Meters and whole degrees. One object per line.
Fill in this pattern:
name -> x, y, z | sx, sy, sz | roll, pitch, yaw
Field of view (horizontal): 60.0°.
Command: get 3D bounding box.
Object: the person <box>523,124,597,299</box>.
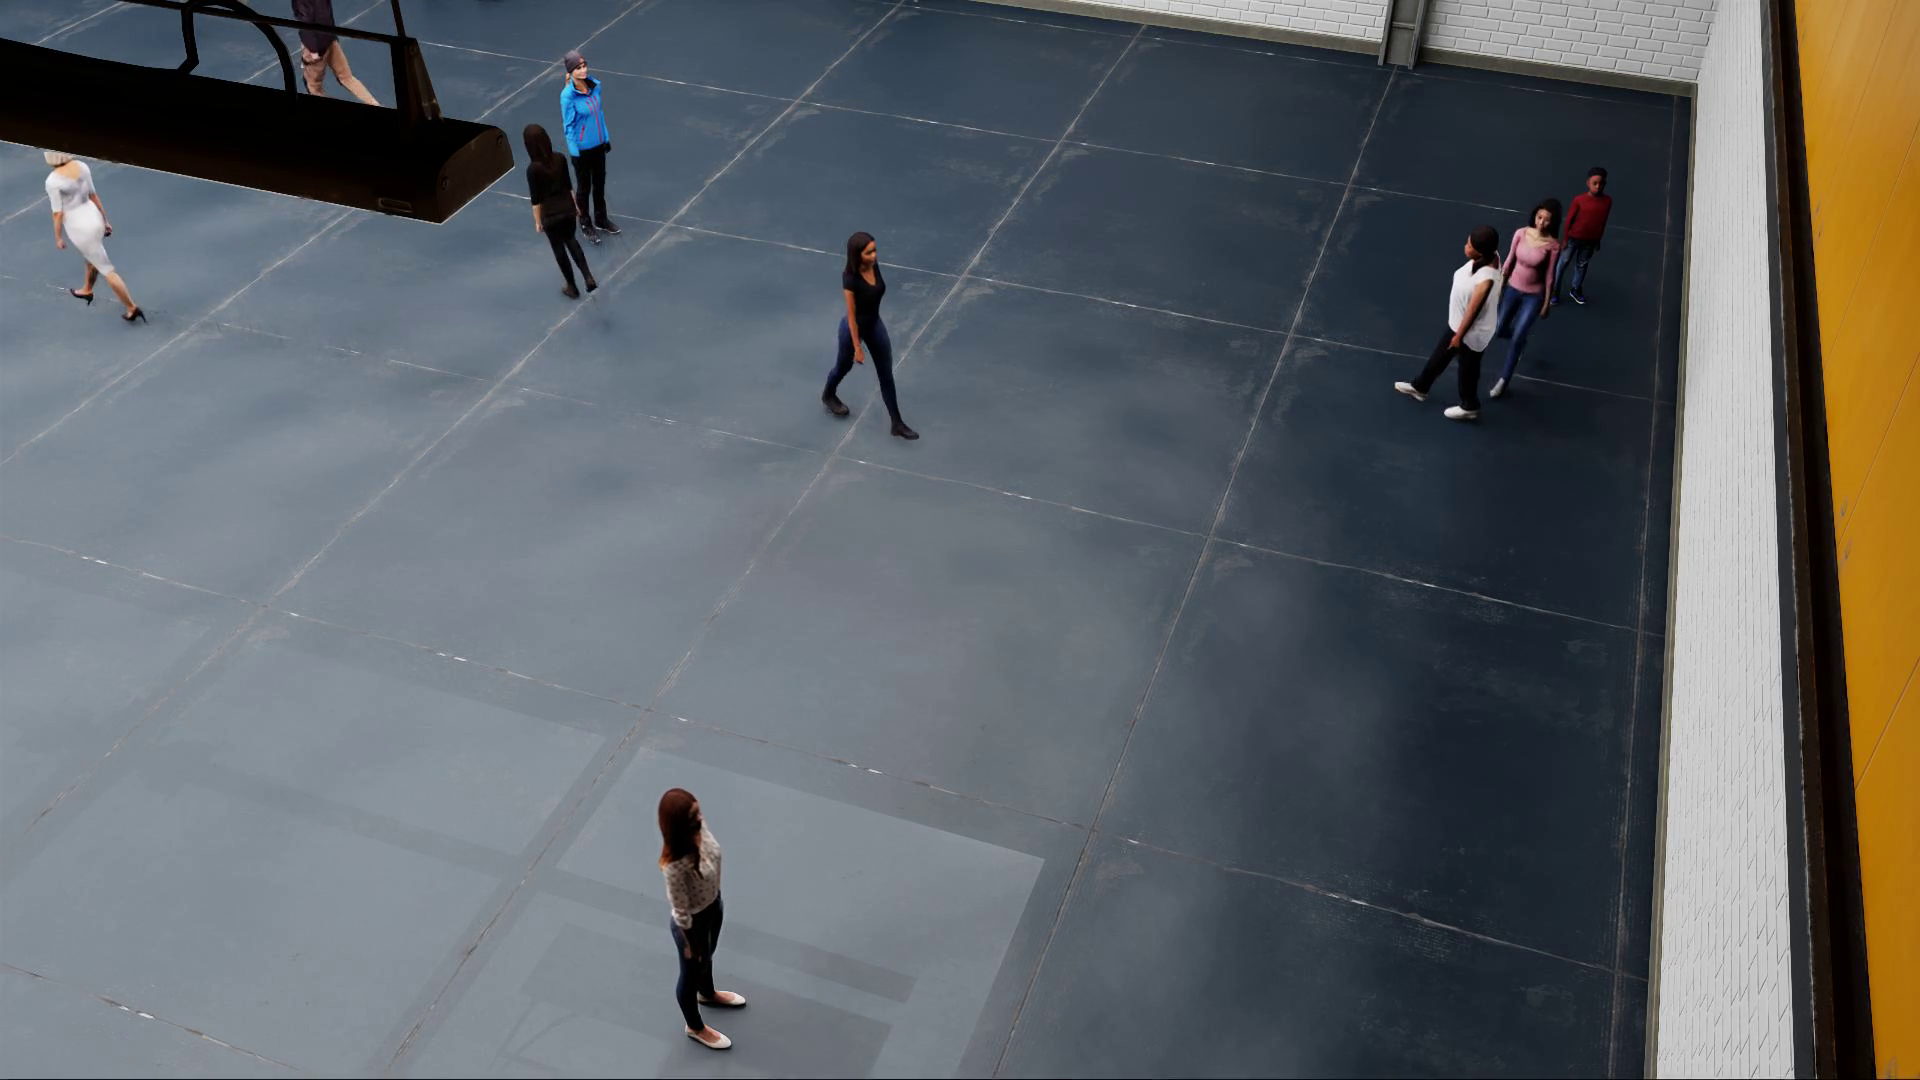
person -> -3.419, -2.774, 14.303 | 0.753, 1.628, 0.827 | -26, 45, -29

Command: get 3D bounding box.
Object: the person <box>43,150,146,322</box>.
person -> -7.279, -2.581, 13.998 | 1.025, 1.708, 0.595 | 11, 40, 14

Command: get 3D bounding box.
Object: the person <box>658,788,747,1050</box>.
person -> -1.339, 1.880, 8.395 | 0.531, 1.728, 0.591 | 9, 39, 11

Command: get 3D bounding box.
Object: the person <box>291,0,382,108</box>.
person -> -6.432, -5.054, 16.944 | 1.193, 1.896, 0.743 | 10, 40, 12

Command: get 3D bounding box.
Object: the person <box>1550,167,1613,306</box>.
person -> 5.406, -2.653, 14.449 | 0.515, 1.256, 0.624 | 1, 39, 1

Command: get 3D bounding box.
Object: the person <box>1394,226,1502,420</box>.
person -> 3.993, -1.660, 12.876 | 0.933, 1.669, 0.712 | 10, 40, 12

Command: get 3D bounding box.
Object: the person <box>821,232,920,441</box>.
person -> -0.833, -1.593, 12.776 | 1.238, 1.688, 0.825 | 25, 45, 28

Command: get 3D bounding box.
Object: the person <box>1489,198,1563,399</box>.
person -> 4.507, -1.967, 13.209 | 0.836, 1.734, 0.885 | -31, 48, -33

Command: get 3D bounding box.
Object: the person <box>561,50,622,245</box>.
person -> -3.404, -3.603, 15.205 | 0.614, 1.797, 0.672 | 25, 45, 28
